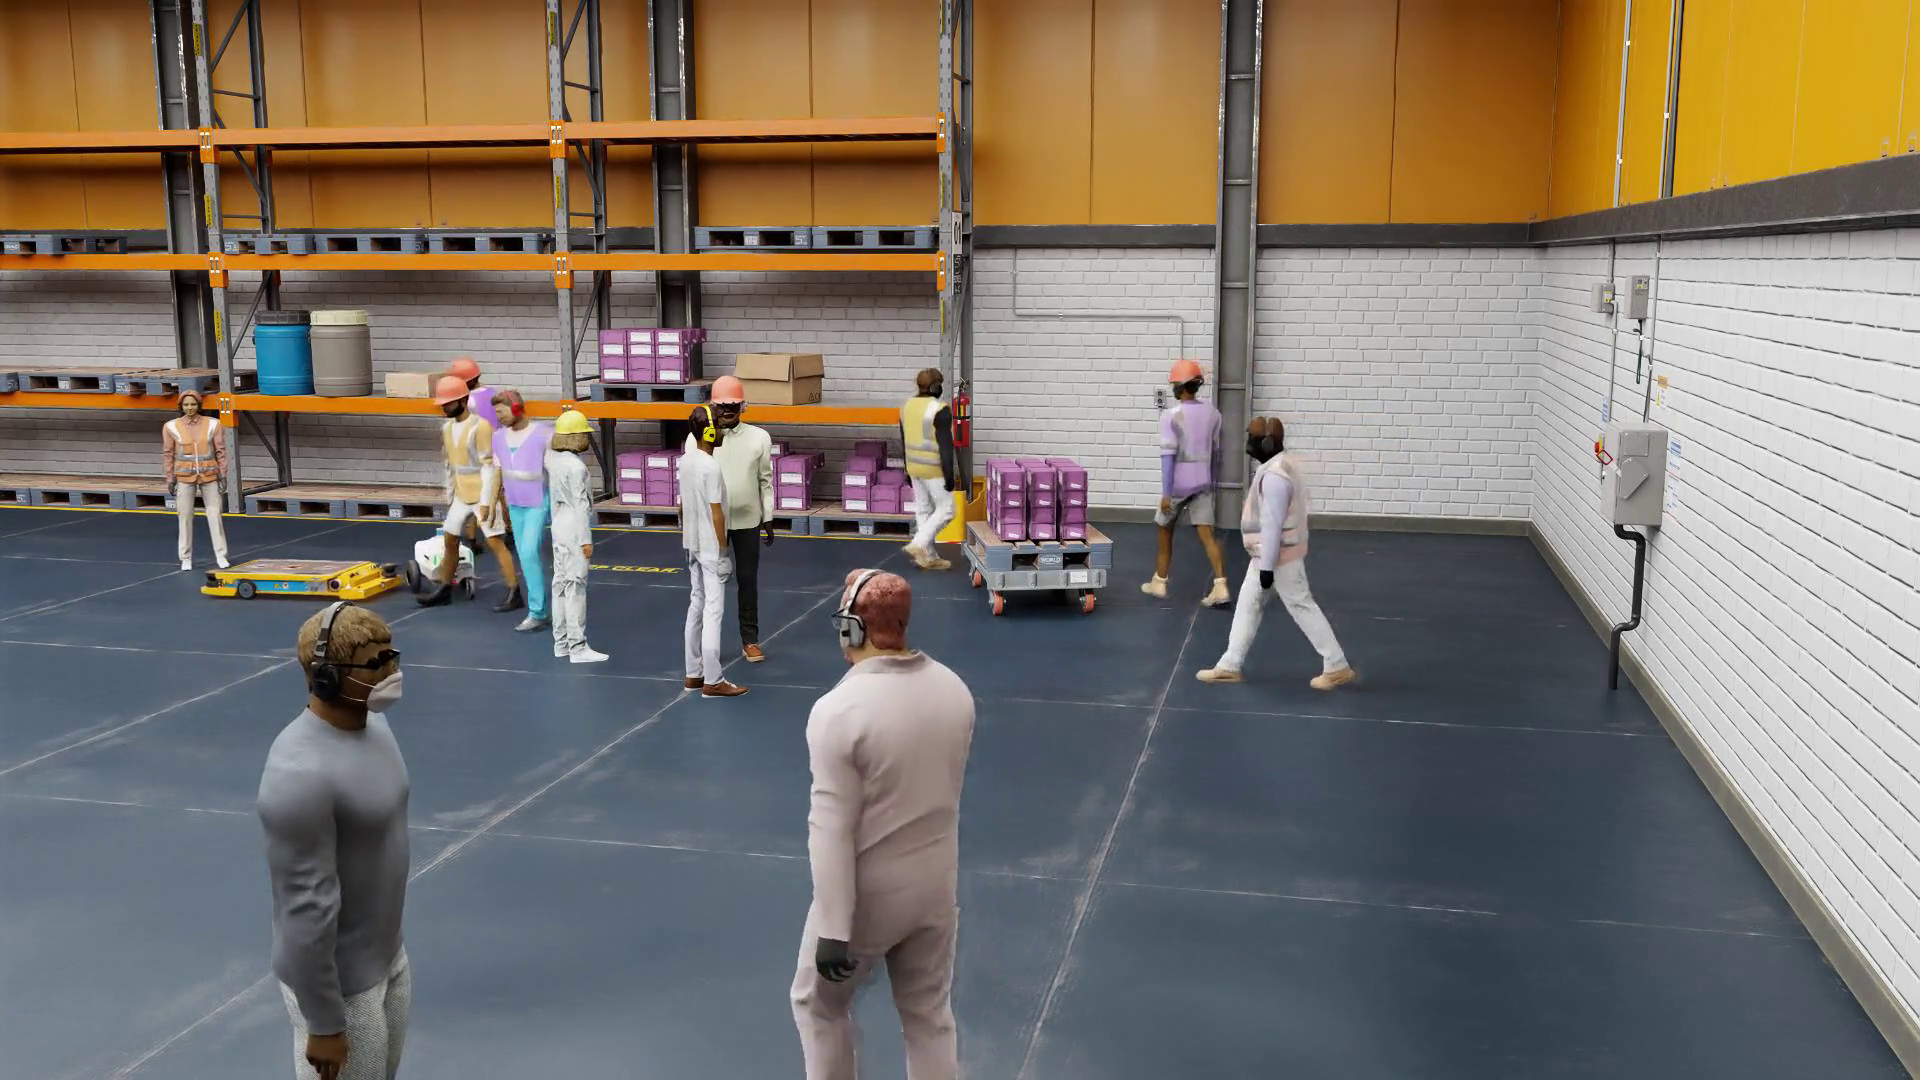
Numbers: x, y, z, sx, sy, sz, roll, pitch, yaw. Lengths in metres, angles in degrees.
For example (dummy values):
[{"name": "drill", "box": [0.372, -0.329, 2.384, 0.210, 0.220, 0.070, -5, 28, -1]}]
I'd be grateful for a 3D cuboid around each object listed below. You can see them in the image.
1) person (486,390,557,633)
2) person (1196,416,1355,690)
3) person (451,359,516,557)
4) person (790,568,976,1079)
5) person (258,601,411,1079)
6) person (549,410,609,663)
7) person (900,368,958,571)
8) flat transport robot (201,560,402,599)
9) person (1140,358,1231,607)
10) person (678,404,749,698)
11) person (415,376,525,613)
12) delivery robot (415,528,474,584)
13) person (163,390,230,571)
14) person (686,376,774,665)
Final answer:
[{"name": "person", "box": [-3.274, -0.209, 12.439, 0.640, 1.806, 0.655, 5, 11, 26]}, {"name": "person", "box": [2.094, 0.090, 10.743, 1.001, 1.793, 0.633, 1, 10, 8]}, {"name": "person", "box": [-4.463, -0.776, 15.610, 0.367, 1.874, 0.647, 7, 12, 34]}, {"name": "person", "box": [-0.272, 1.015, 4.944, 0.698, 1.882, 0.678, 9, 13, 42]}, {"name": "person", "box": [-1.560, 1.106, 4.257, 0.355, 1.938, 0.634, -1, 10, -4]}, {"name": "person", "box": [-2.671, -0.027, 11.545, 0.307, 1.745, 0.484, -6, 12, -33]}, {"name": "person", "box": [-0.285, -0.608, 14.718, 0.503, 1.832, 0.645, -8, 12, -38]}, {"name": "flat transport robot", "box": [-5.479, 0.317, 13.855, 1.431, 0.197, 0.652, 1, 10, 8]}, {"name": "person", "box": [1.854, -0.460, 13.379, 0.619, 2.000, 1.020, -6, 11, -30]}, {"name": "person", "box": [-1.597, 0.068, 10.606, 0.320, 1.871, 0.533, -7, 12, -36]}, {"name": "person", "box": [-3.934, -0.363, 13.157, 0.749, 1.890, 0.552, 7, 12, 34]}, {"name": "delivery robot", "box": [-4.268, 0.142, 13.756, 0.477, 0.478, 0.707, -6, 11, -30]}, {"name": "person", "box": [-6.832, -0.532, 14.889, 0.512, 1.631, 0.320, -5, 11, -27]}, {"name": "person", "box": [-1.577, -0.134, 11.432, 0.622, 1.992, 0.396, -3, 10, -17]}]
